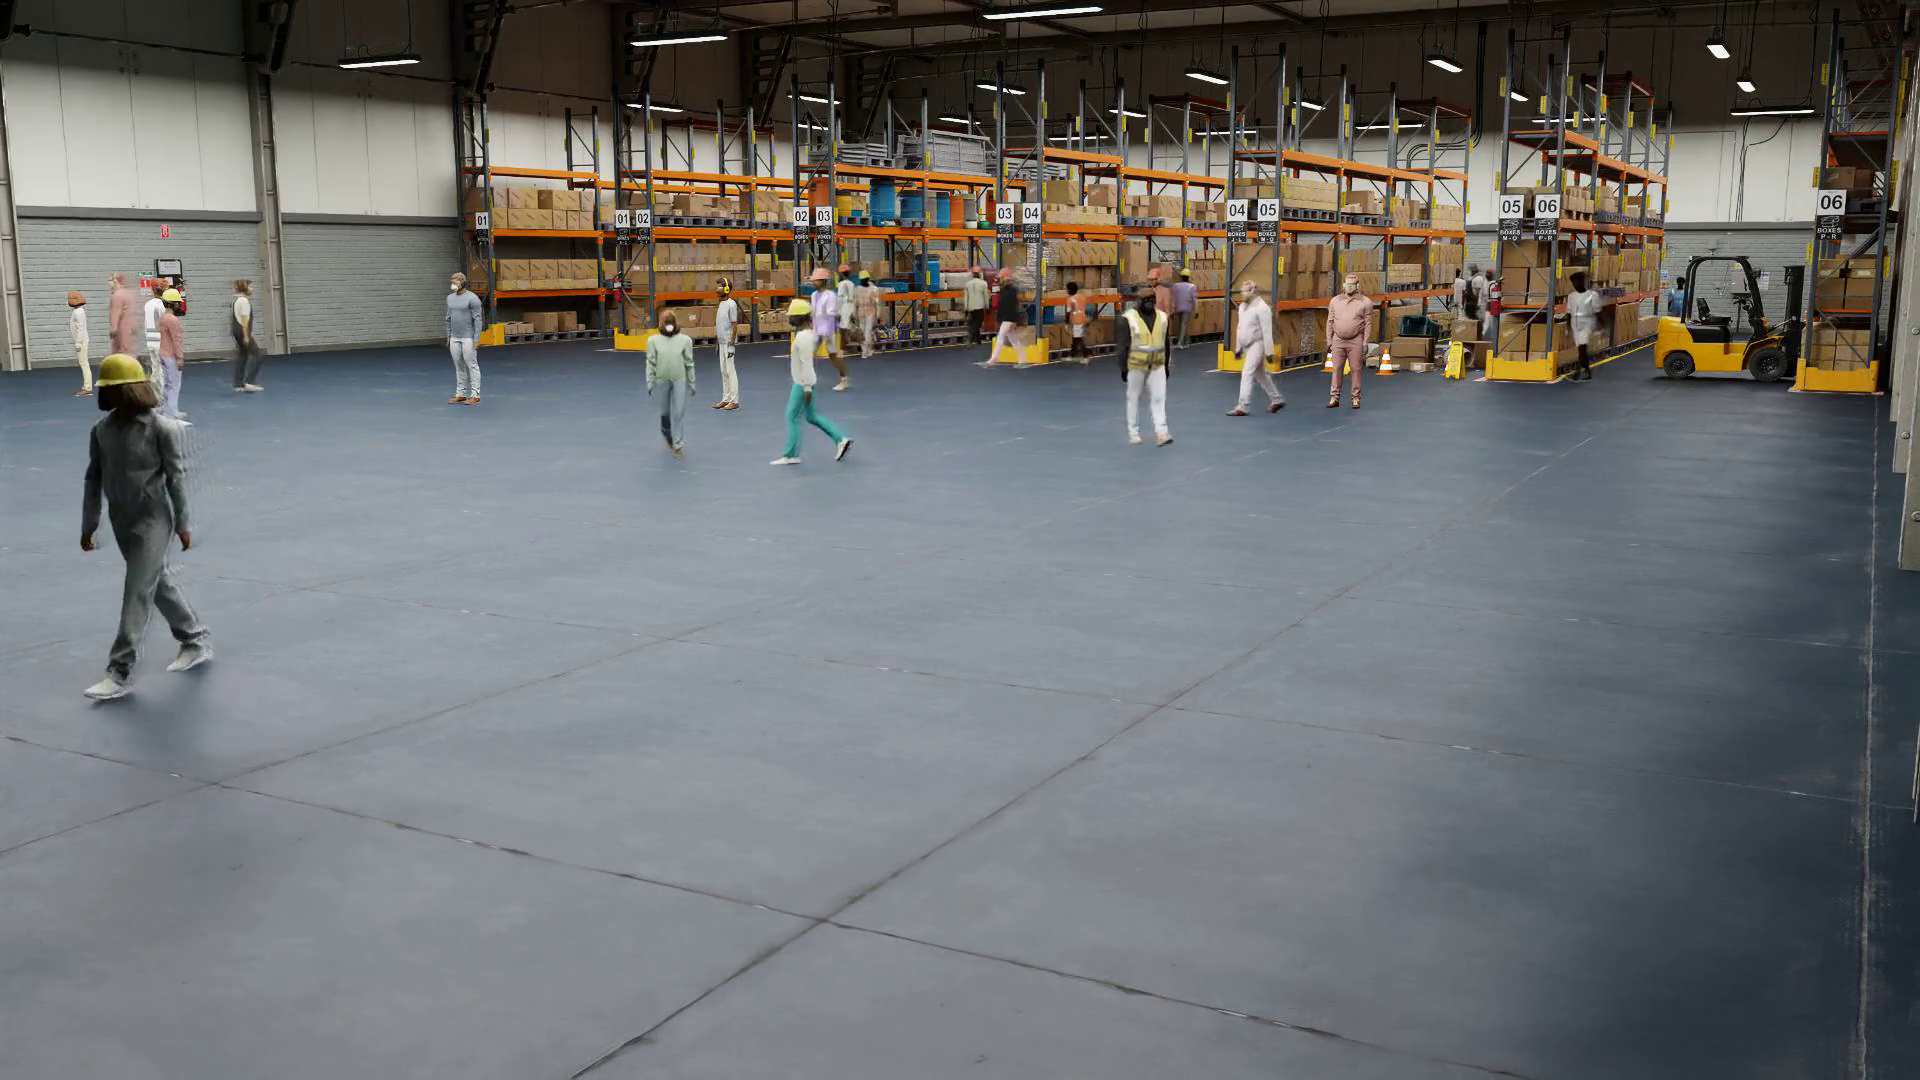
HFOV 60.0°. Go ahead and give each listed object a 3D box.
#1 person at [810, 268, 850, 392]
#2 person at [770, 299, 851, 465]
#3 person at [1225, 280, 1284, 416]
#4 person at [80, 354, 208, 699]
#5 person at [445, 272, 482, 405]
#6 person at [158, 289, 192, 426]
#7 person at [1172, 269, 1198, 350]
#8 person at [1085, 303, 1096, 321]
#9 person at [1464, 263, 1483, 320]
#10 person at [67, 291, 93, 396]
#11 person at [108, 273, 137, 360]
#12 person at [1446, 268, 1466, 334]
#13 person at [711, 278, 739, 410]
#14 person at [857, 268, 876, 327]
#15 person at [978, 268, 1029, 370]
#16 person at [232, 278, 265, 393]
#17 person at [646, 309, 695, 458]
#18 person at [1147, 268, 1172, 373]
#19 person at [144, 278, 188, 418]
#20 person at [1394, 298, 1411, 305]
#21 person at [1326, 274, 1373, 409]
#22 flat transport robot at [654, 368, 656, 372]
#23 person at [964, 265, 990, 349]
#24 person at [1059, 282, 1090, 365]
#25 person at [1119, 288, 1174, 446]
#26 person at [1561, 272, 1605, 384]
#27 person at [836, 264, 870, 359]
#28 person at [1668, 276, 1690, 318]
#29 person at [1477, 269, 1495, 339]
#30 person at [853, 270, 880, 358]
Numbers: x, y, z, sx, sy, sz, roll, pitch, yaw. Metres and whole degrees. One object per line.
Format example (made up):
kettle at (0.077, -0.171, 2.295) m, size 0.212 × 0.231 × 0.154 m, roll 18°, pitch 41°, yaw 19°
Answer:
person at (-2.163, -3.333, 26.510) m, size 1.038 × 1.996 × 0.626 m, roll -9°, pitch 13°, yaw -42°
person at (-1.574, -1.648, 17.372) m, size 0.786 × 1.744 × 0.529 m, roll 0°, pitch 10°, yaw -1°
person at (4.098, -2.629, 22.793) m, size 0.969 × 1.859 × 0.641 m, roll -3°, pitch 10°, yaw -18°
person at (-4.165, -0.095, 8.406) m, size 0.504 × 1.691 × 0.919 m, roll 3°, pitch 10°, yaw 16°
person at (-7.285, -2.950, 24.407) m, size 0.635 × 1.937 × 0.352 m, roll 5°, pitch 11°, yaw 27°
person at (-10.094, -2.338, 21.360) m, size 0.339 × 1.757 × 0.518 m, roll -9°, pitch 13°, yaw -43°
person at (5.228, -5.379, 38.805) m, size 0.603 × 1.885 × 0.977 m, roll 5°, pitch 11°, yaw 26°
person at (3.409, -6.348, 44.576) m, size 0.373 × 1.843 × 0.572 m, roll -8°, pitch 12°, yaw -38°
person at (14.484, -6.849, 46.939) m, size 0.589 × 2.000 × 0.719 m, roll -1°, pitch 10°, yaw -4°
person at (-13.799, -3.080, 26.061) m, size 0.280 × 1.633 × 0.501 m, roll -5°, pitch 11°, yaw -28°
person at (-14.613, -3.663, 28.730) m, size 0.785 × 1.881 × 0.673 m, roll -2°, pitch 10°, yaw -13°
person at (13.251, -6.332, 44.451) m, size 0.515 × 1.860 × 0.326 m, roll 2°, pitch 10°, yaw 11°
person at (-3.328, -2.772, 23.572) m, size 0.328 × 1.872 × 0.513 m, roll -6°, pitch 11°, yaw -31°
person at (-2.288, -5.692, 40.653) m, size 0.514 × 1.876 × 0.329 m, roll 4°, pitch 11°, yaw 24°
person at (0.874, -4.228, 31.902) m, size 1.045 × 1.939 × 0.647 m, roll -3°, pitch 10°, yaw -15°
person at (-11.331, -3.244, 26.461) m, size 0.565 × 1.821 × 0.539 m, roll -6°, pitch 12°, yaw -33°
person at (-3.153, -1.716, 18.131) m, size 0.520 × 1.609 × 0.576 m, roll -1°, pitch 10°, yaw -8°
person at (3.641, -4.036, 30.722) m, size 0.605 × 1.958 × 0.996 m, roll 5°, pitch 11°, yaw 27°
person at (-10.723, -2.571, 22.355) m, size 0.575 × 1.882 × 0.359 m, roll 8°, pitch 12°, yaw 38°
person at (12.355, -6.719, 46.608) m, size 0.906 × 1.898 × 0.631 m, roll -8°, pitch 12°, yaw -38°
person at (5.561, -2.839, 23.844) m, size 0.642 × 1.913 × 0.409 m, roll 4°, pitch 11°, yaw 23°
flat transport robot at (-5.455, -3.272, 31.172) m, size 0.652 × 0.197 × 1.431 m, roll -1°, pitch 10°, yaw -7°
person at (0.356, -5.472, 39.117) m, size 0.607 × 1.961 × 0.883 m, roll 6°, pitch 11°, yaw 32°
person at (2.294, -4.339, 33.336) m, size 0.769 × 1.651 × 0.549 m, roll 7°, pitch 12°, yaw 34°
person at (2.160, -1.973, 19.073) m, size 0.666 × 1.802 × 0.879 m, roll -3°, pitch 10°, yaw -14°
person at (10.666, -3.635, 28.544) m, size 0.922 × 1.892 × 0.694 m, roll -6°, pitch 11°, yaw -32°
person at (-2.321, -4.817, 35.109) m, size 0.853 × 2.020 × 0.608 m, roll 3°, pitch 10°, yaw 18°
person at (17.799, -5.686, 41.165) m, size 0.541 × 1.683 × 0.487 m, roll 5°, pitch 11°, yaw 29°
person at (14.018, -6.249, 44.039) m, size 0.924 × 1.843 × 0.584 m, roll -6°, pitch 11°, yaw -31°
person at (-2.019, -4.886, 35.982) m, size 0.600 × 1.889 × 0.932 m, roll 3°, pitch 10°, yaw 18°
